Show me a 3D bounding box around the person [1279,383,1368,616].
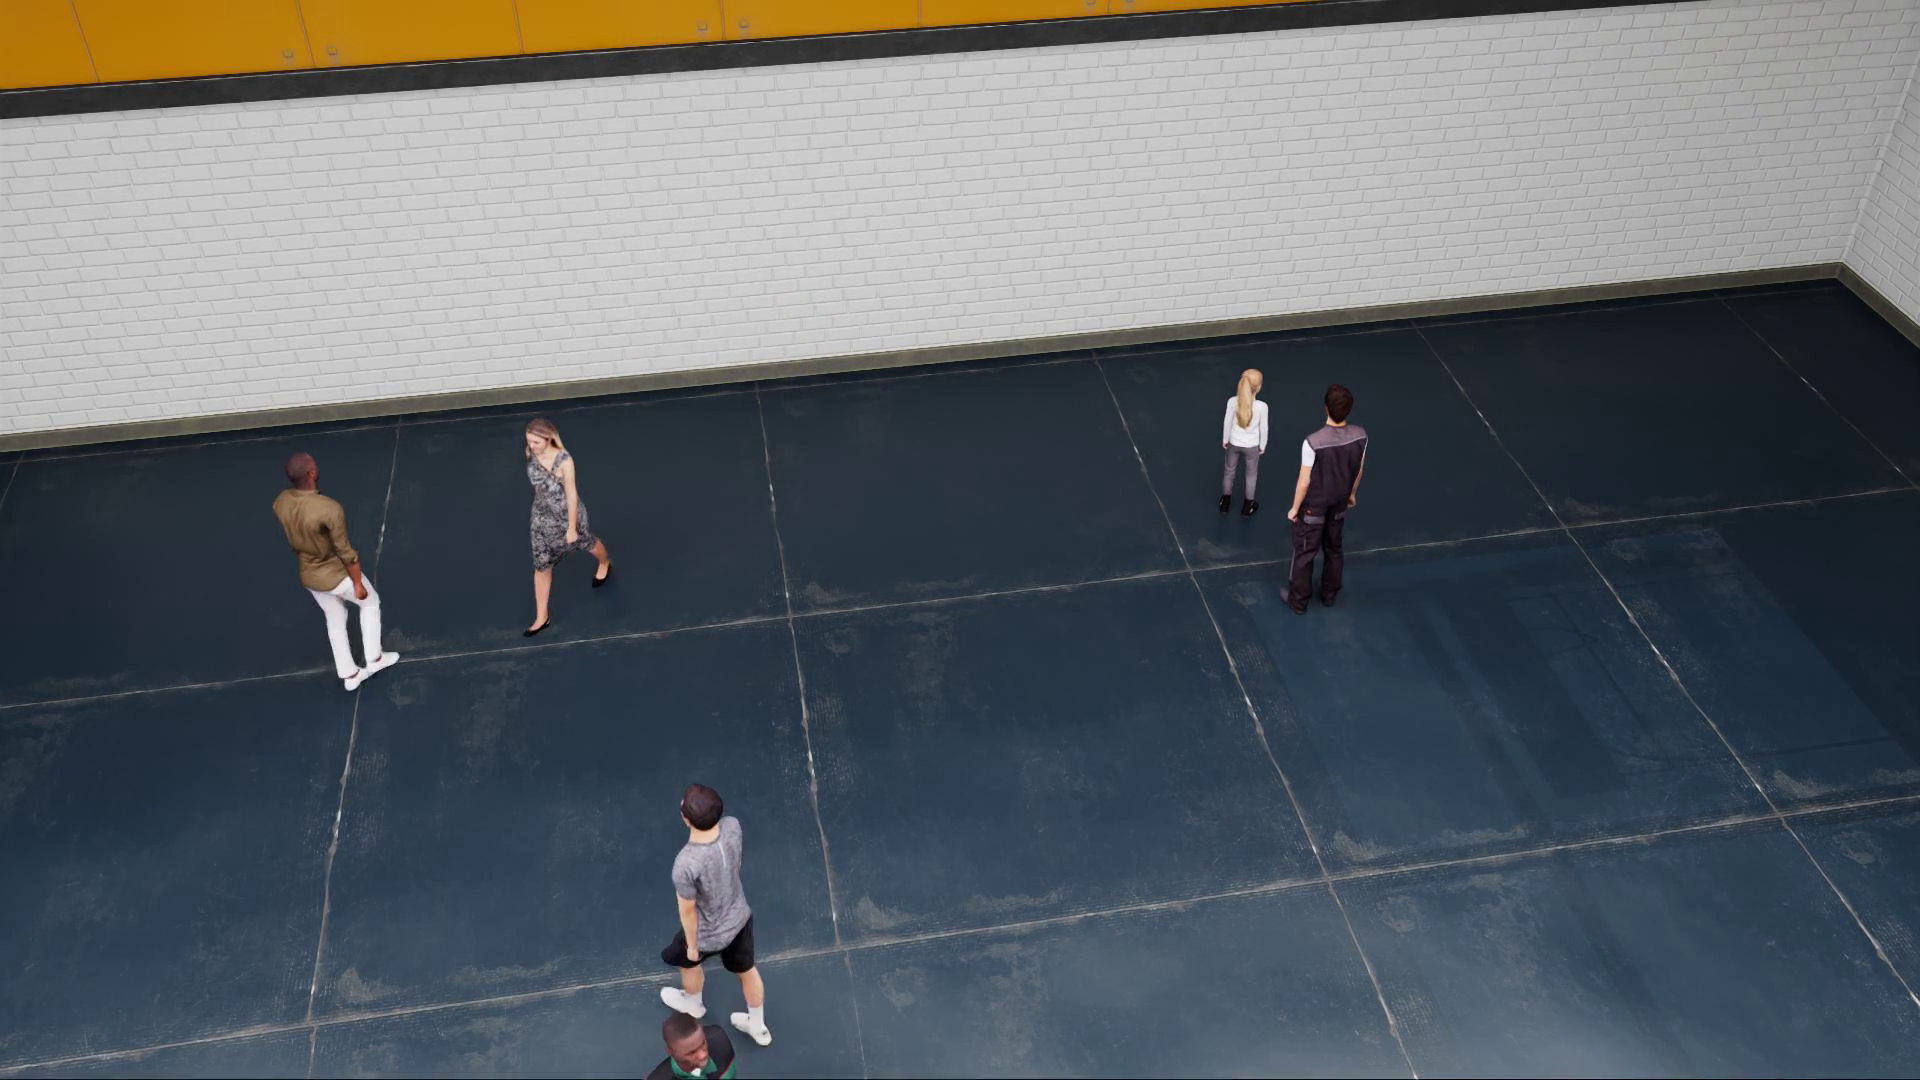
[{"bbox_3d":[2.541,-0.274,11.598,0.690,1.848,0.614,-11,40,-14],"label":"person"}]

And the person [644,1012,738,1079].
[{"bbox_3d":[-1.222,2.795,7.763,0.843,1.839,0.791,25,45,28],"label":"person"}]

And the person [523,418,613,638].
[{"bbox_3d":[-2.720,-0.200,11.668,1.045,1.647,1.234,18,42,21],"label":"person"}]

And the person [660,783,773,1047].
[{"bbox_3d":[-1.204,2.037,8.706,1.075,1.847,1.002,26,45,29],"label":"person"}]

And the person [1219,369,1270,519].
[{"bbox_3d":[2.154,-0.733,12.630,0.576,1.279,0.616,13,41,16],"label":"person"}]

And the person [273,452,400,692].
[{"bbox_3d":[-4.195,0.277,10.940,0.861,1.810,0.868,15,41,18],"label":"person"}]
